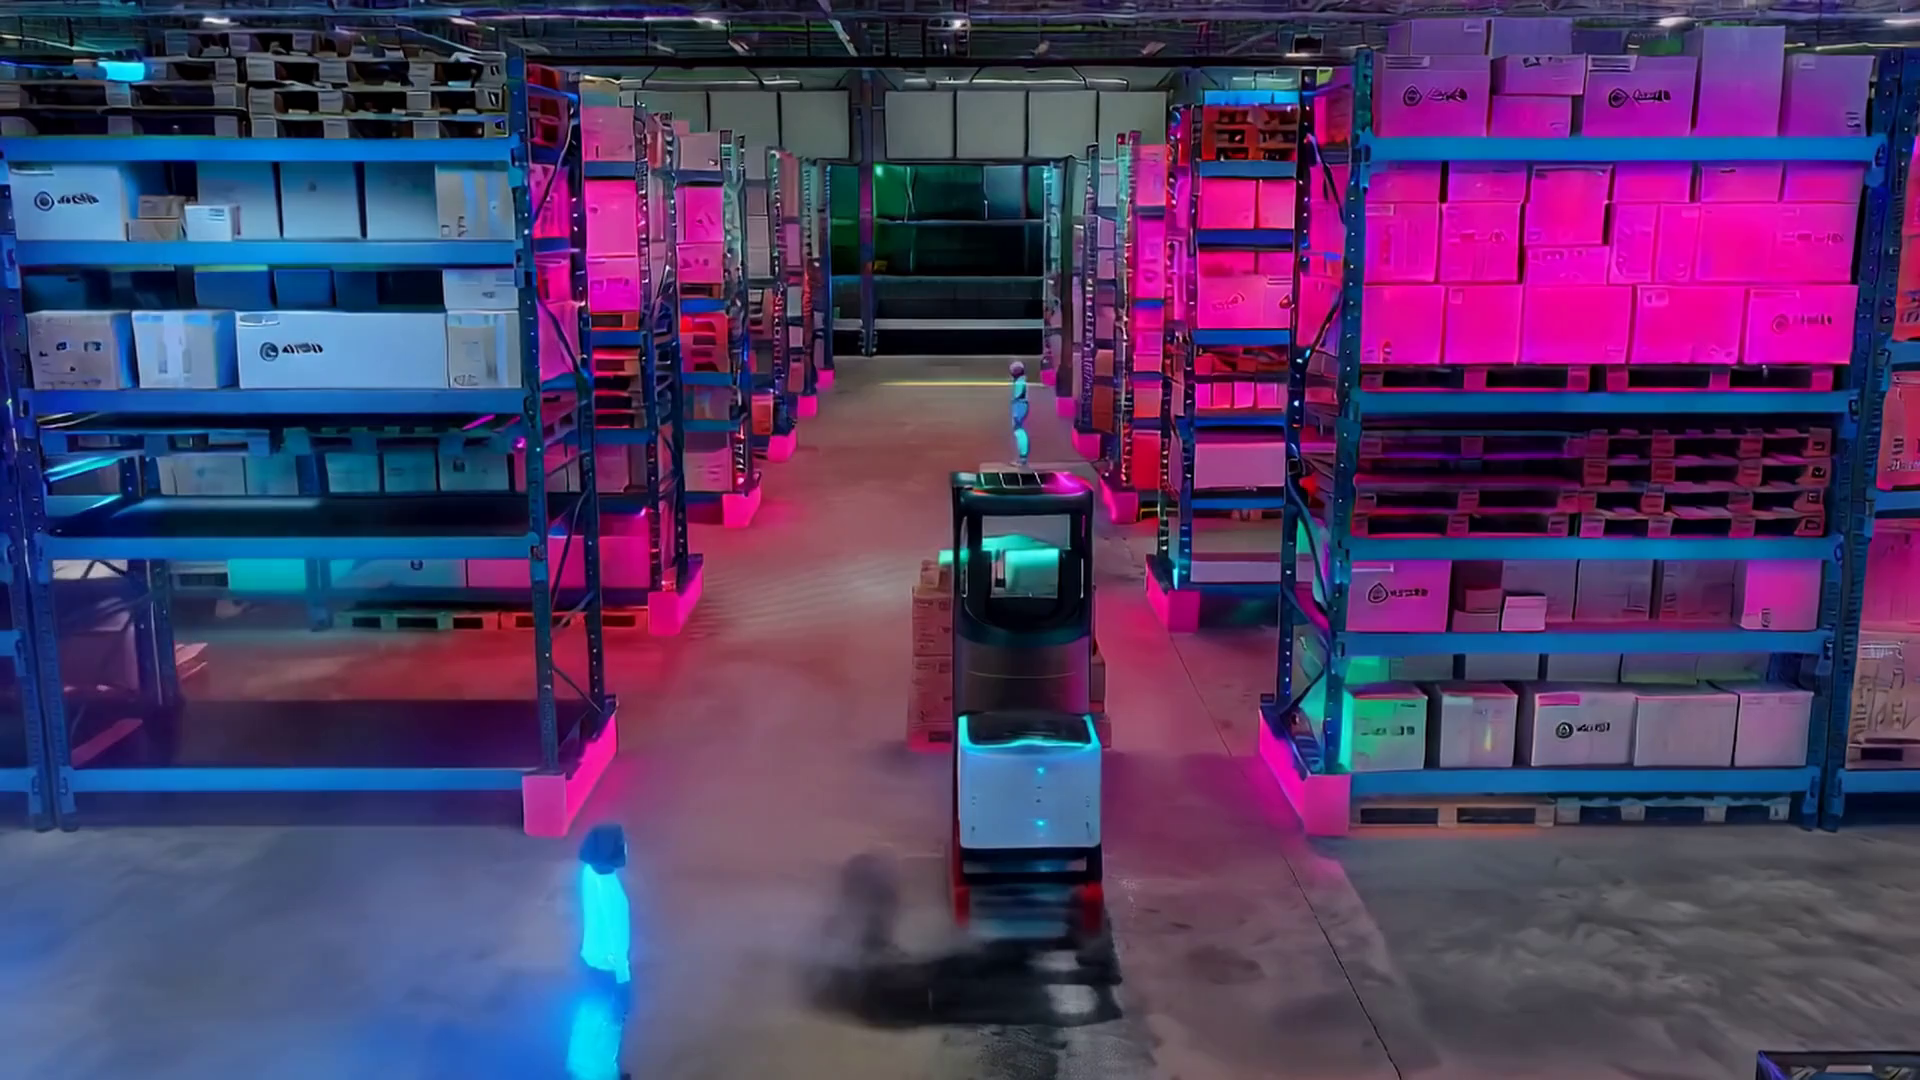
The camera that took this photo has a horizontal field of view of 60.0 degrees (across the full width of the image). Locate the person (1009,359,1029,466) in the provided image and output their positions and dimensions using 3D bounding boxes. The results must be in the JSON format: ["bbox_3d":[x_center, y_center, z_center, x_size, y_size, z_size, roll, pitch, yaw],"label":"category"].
[{"bbox_3d":[1.113,-2.447,31.918,0.394,2.039,0.616,3,12,16],"label":"person"}]

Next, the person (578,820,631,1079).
[{"bbox_3d":[-1.943,2.337,9.219,0.279,1.634,0.497,-6,13,-27],"label":"person"}]

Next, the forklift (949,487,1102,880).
[{"bbox_3d":[0.495,0.986,12.813,1.129,2.768,1.873,0,11,-2],"label":"forklift"}]
